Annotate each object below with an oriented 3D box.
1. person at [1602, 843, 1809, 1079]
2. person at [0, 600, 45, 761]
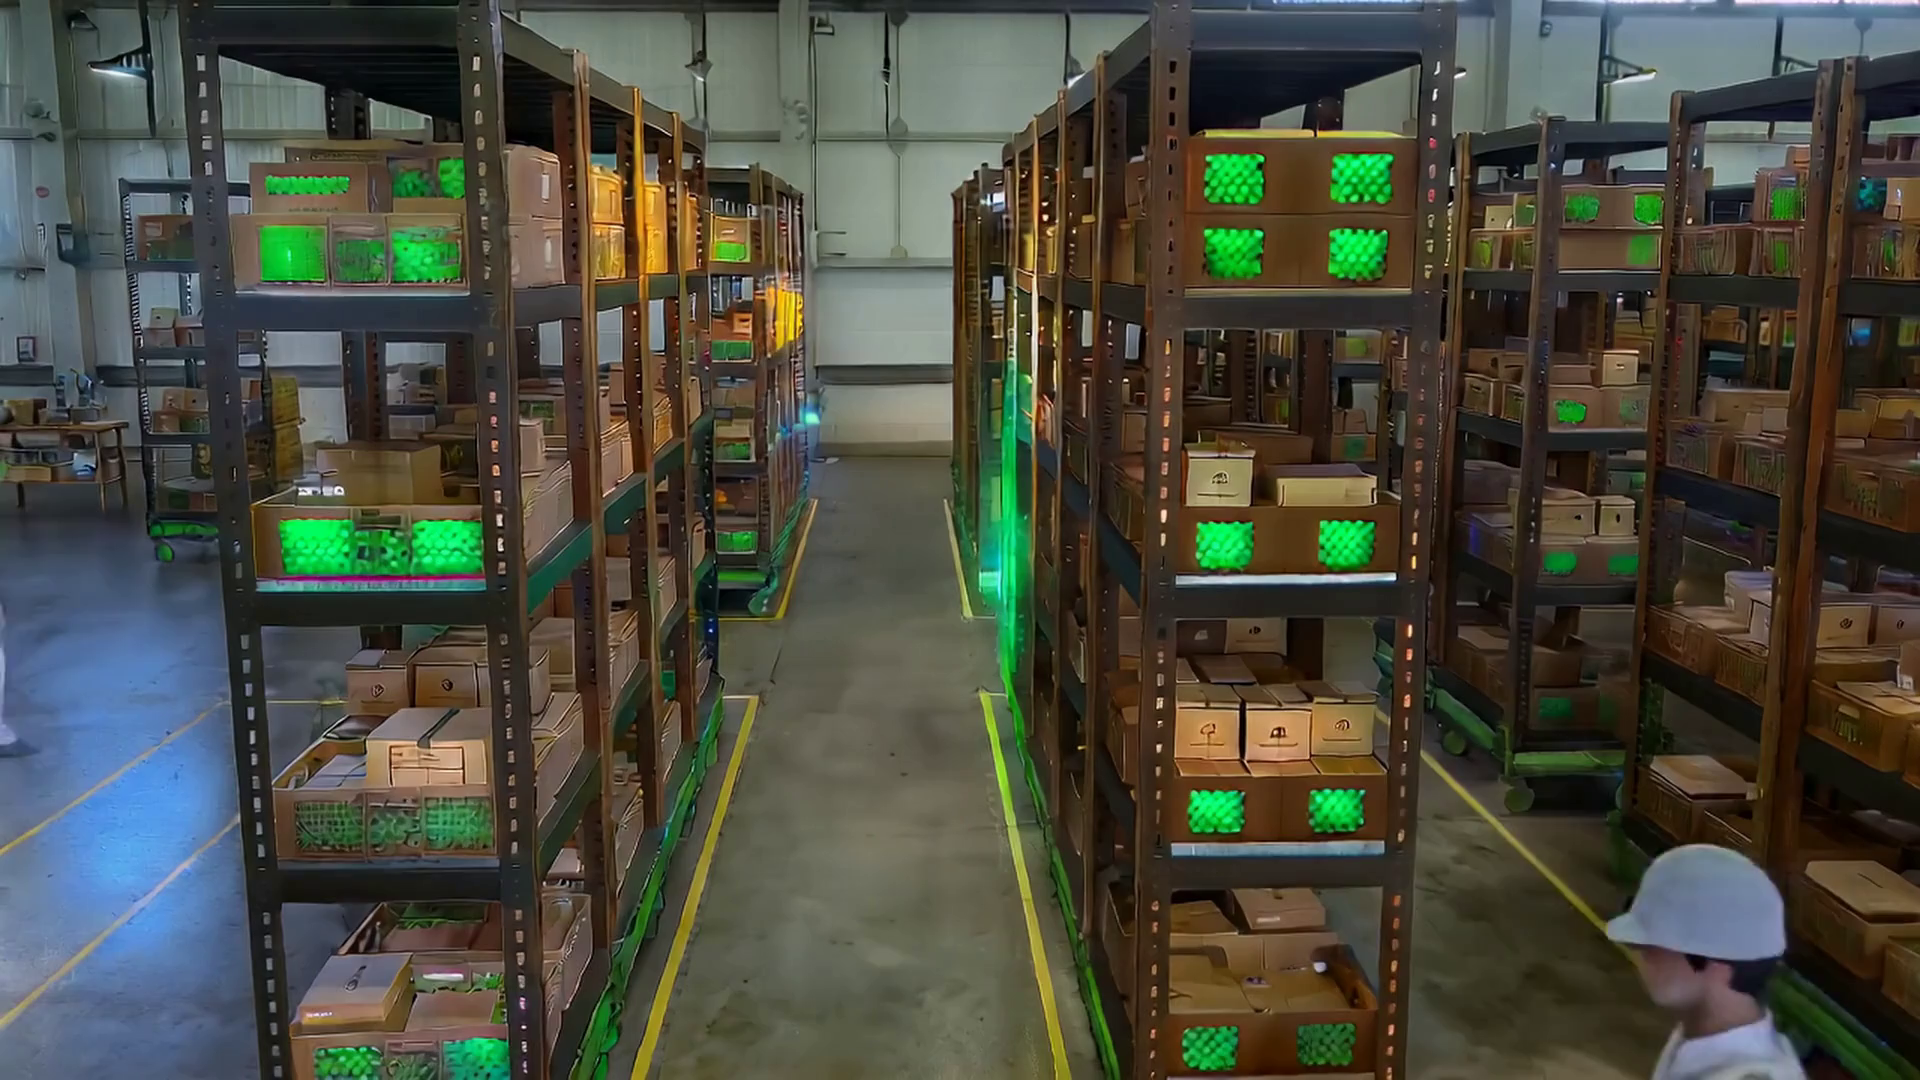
[{"bbox_3d":[1.382,1.491,3.011,0.548,1.923,0.620,3,10,17],"label":"person"},{"bbox_3d":[-5.773,0.325,9.541,0.731,1.967,0.612,-3,10,-15],"label":"person"}]
